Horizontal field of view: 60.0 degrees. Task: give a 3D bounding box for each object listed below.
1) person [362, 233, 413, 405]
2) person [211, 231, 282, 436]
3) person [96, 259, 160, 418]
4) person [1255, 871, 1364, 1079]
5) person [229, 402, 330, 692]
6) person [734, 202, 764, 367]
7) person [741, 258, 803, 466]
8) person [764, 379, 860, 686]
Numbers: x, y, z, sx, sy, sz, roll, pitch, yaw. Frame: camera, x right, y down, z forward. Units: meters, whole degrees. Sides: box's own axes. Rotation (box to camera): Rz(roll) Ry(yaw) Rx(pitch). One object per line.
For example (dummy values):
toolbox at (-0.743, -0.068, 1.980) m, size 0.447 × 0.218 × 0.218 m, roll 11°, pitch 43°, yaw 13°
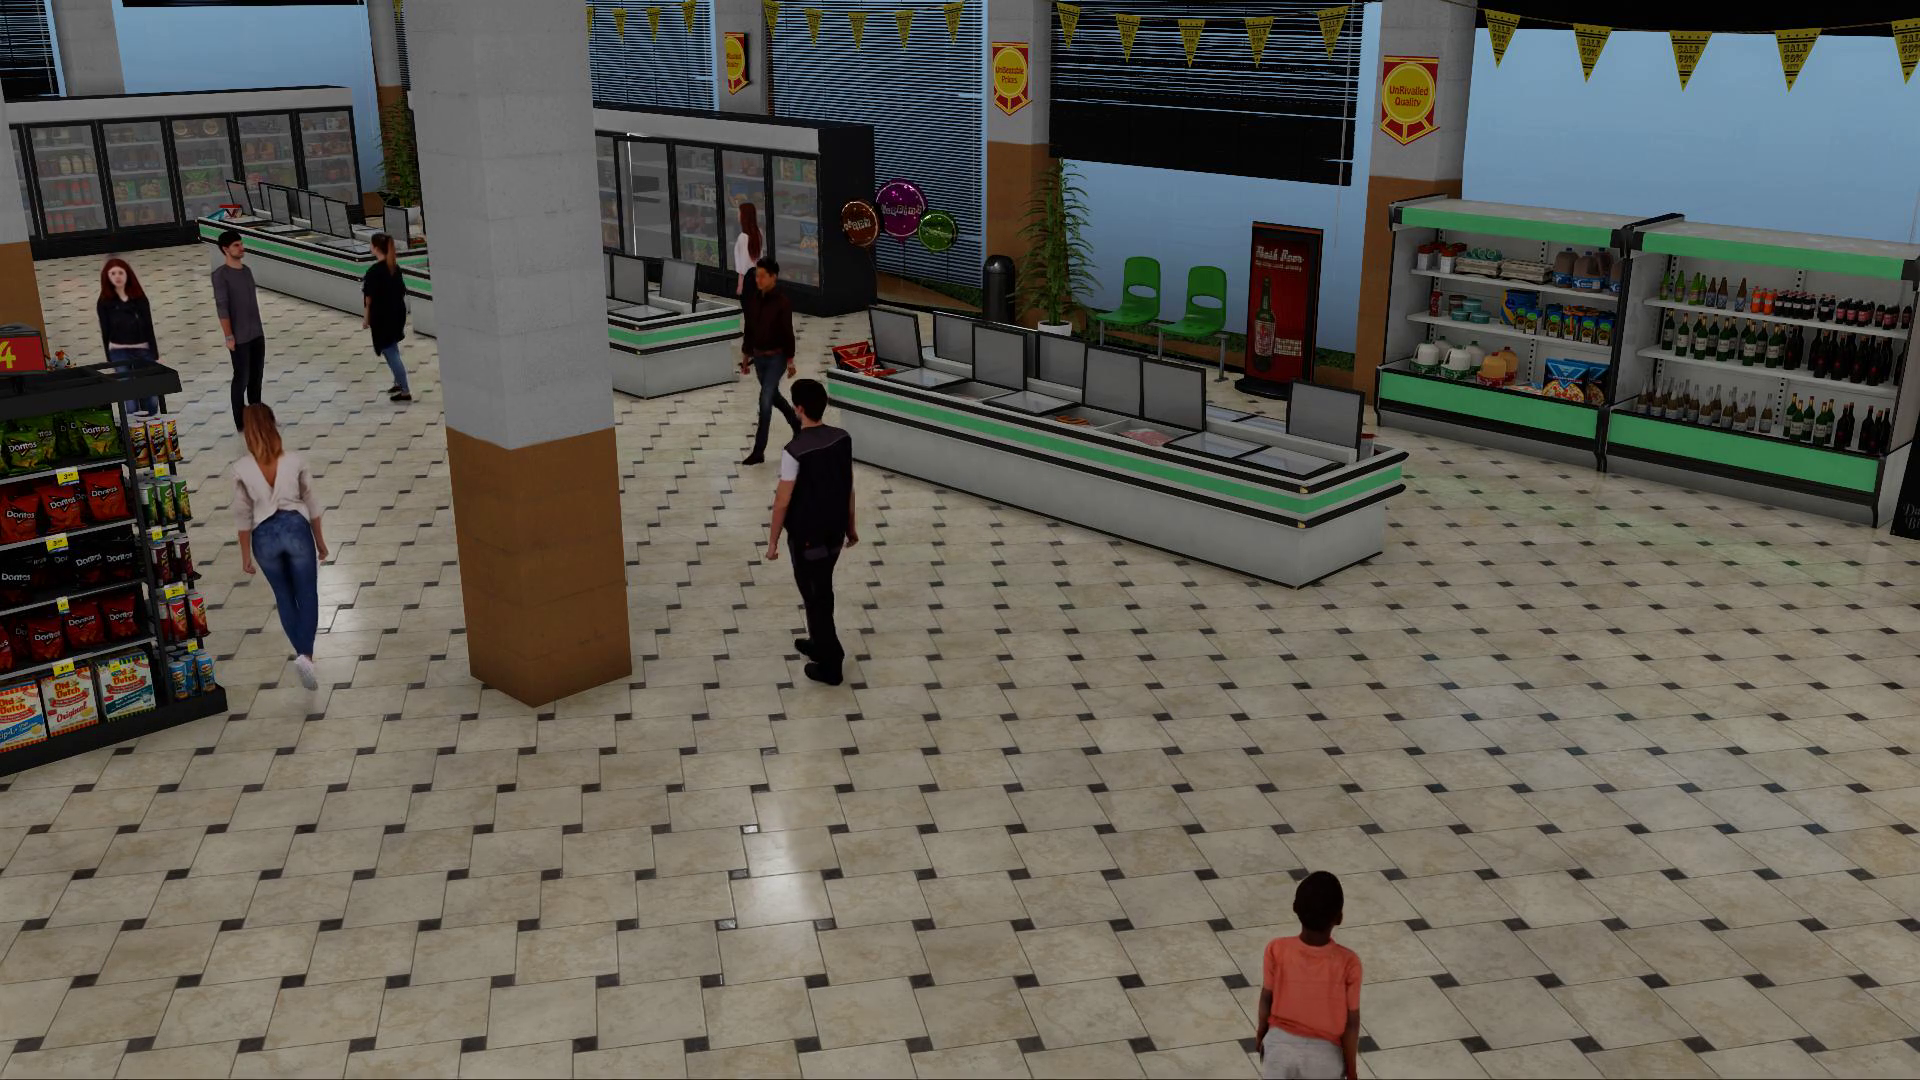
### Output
person at (-5.523, -2.146, 16.296) m, size 0.837 × 1.667 × 0.768 m, roll 6°, pitch 20°, yaw 17°
person at (-6.611, -1.915, 15.320) m, size 0.755 × 1.853 × 0.746 m, roll 3°, pitch 19°, yaw 9°
person at (-7.124, -1.536, 14.321) m, size 0.749 × 1.773 × 0.971 m, roll -9°, pitch 21°, yaw -25°
person at (1.120, 1.716, 5.436) m, size 0.834 × 1.288 × 0.783 m, roll 6°, pitch 20°, yaw 18°
person at (-3.942, 0.072, 9.665) m, size 0.890 × 1.702 × 1.109 m, roll -7°, pitch 20°, yaw -19°
person at (-2.262, -2.761, 17.978) m, size 0.643 × 1.759 × 0.660 m, roll 7°, pitch 20°, yaw 19°
person at (-1.587, -1.552, 14.416) m, size 1.125 × 1.744 × 0.847 m, roll 13°, pitch 23°, yaw 34°
person at (-0.777, -0.022, 9.727) m, size 0.685 × 1.840 × 0.795 m, roll -18°, pitch 25°, yaw -42°
